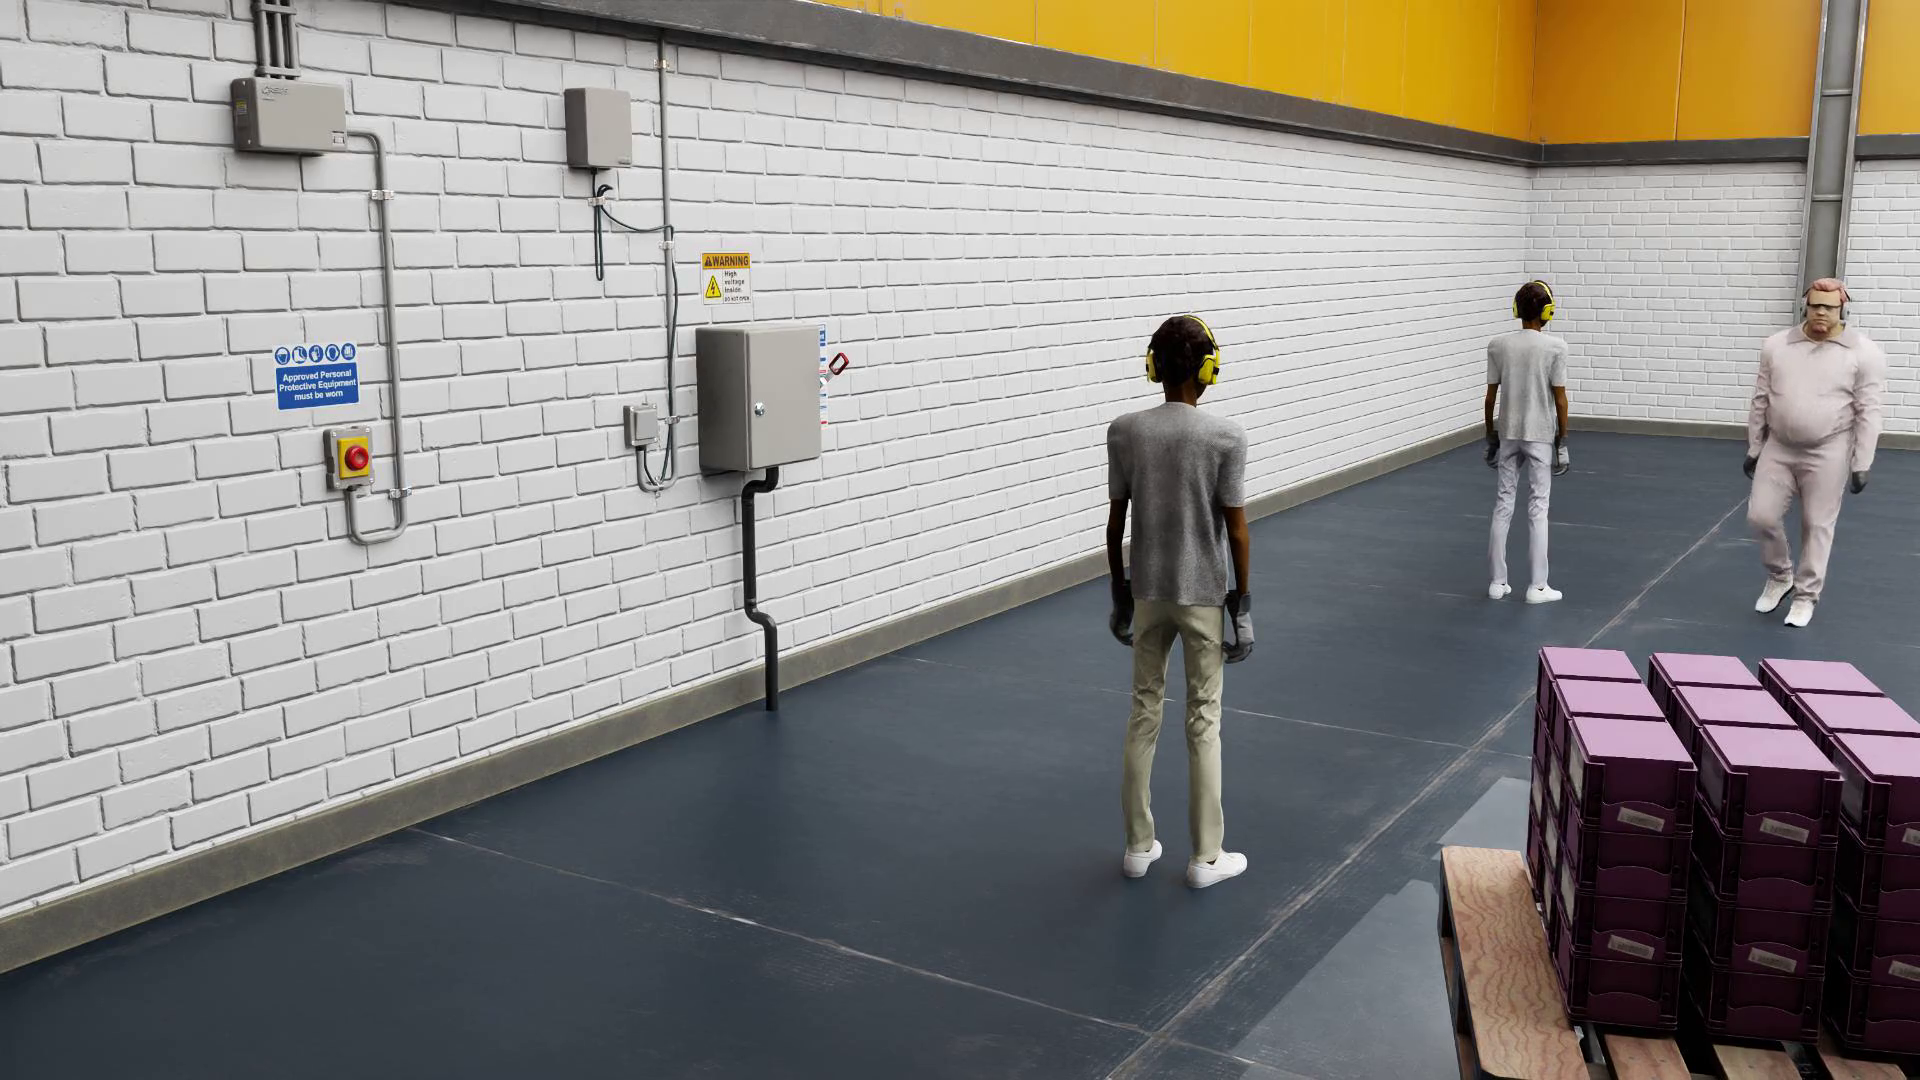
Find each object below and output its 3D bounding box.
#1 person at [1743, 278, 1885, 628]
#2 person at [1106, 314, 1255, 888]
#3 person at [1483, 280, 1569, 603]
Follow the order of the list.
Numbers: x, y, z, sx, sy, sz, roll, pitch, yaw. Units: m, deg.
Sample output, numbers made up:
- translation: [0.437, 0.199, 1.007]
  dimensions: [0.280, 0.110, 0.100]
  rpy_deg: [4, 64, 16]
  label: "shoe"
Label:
- translation: [4.622, -0.469, 9.055]
  dimensions: [0.678, 1.894, 0.418]
  rpy_deg: [10, 14, 43]
  label: "person"
- translation: [0.722, 0.205, 5.427]
  dimensions: [0.509, 1.865, 0.328]
  rpy_deg: [6, 12, 28]
  label: "person"
- translation: [3.299, -0.568, 9.683]
  dimensions: [0.519, 1.874, 0.327]
  rpy_deg: [9, 13, 40]
  label: "person"
